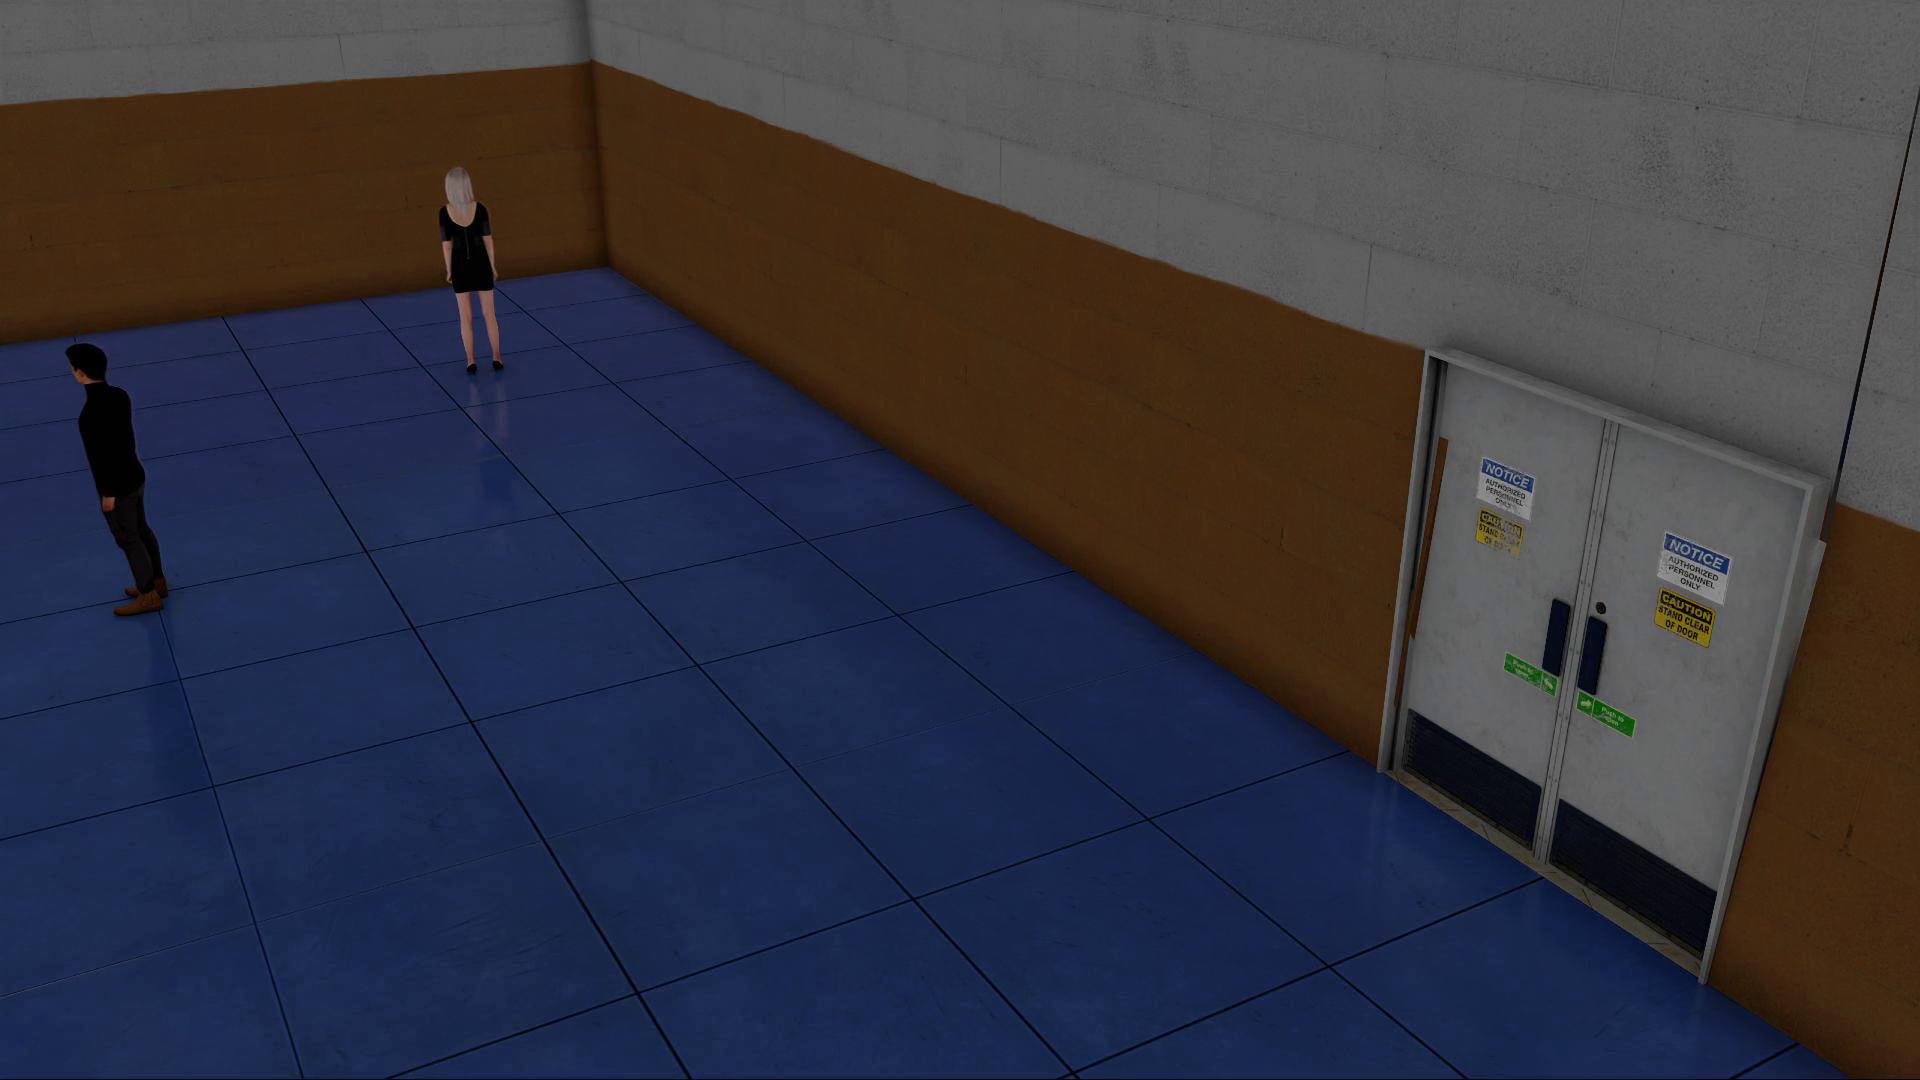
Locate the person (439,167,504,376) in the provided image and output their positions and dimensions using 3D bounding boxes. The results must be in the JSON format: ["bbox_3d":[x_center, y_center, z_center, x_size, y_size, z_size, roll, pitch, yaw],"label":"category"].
[{"bbox_3d":[-4.288,-2.361,14.593,0.511,1.829,0.685,-7,25,-15],"label":"person"}]

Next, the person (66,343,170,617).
[{"bbox_3d":[-5.164,-0.381,10.201,0.654,1.722,0.713,-4,24,-9],"label":"person"}]
